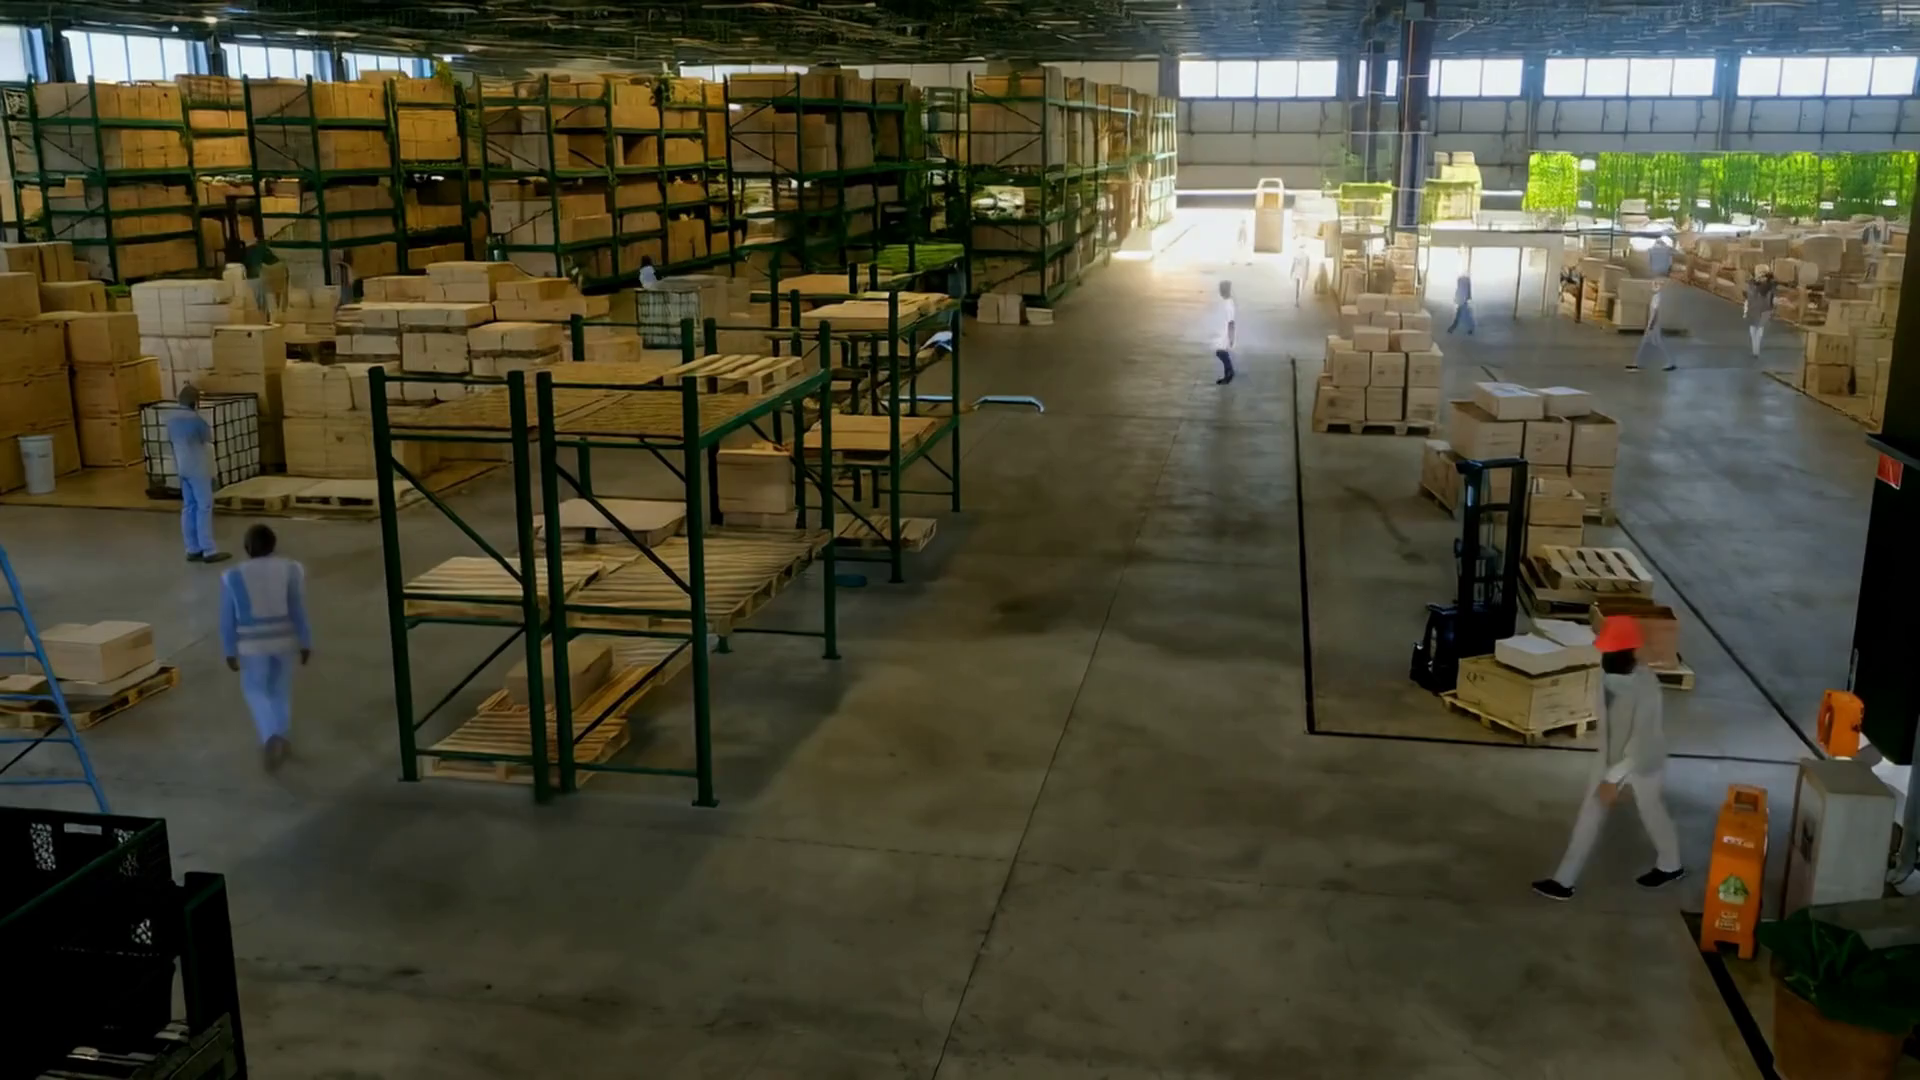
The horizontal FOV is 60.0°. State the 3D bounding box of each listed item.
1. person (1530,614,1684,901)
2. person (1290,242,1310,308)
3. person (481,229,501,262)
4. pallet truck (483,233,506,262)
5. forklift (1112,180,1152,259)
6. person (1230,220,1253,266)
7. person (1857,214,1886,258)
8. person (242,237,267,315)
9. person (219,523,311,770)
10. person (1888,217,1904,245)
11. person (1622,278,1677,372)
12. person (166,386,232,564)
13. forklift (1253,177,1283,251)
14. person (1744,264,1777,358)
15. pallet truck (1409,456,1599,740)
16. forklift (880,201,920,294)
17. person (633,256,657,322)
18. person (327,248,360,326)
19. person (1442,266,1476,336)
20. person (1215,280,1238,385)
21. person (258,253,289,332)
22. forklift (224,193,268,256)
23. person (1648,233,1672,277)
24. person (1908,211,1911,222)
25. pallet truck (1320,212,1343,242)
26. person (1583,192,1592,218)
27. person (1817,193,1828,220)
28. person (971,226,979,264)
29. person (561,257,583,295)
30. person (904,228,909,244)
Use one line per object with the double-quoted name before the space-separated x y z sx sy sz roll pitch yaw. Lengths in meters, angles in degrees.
"person" 4.035 1.317 10.026 1.120 1.840 0.575 -5 15 -21
"person" 9.040 -7.050 44.256 0.510 1.698 0.950 4 14 16
"person" -14.200 -8.640 50.419 0.627 1.846 0.429 -11 18 -38
"pallet truck" -11.832 -7.026 43.548 1.885 1.965 0.823 8 16 28
"forklift" 6.082 -11.722 60.796 1.873 2.768 1.129 2 14 9
"person" 9.764 -10.315 57.720 0.815 1.602 0.496 6 15 22
"person" 29.267 -9.462 53.403 0.639 2.010 0.727 -9 17 -34
"person" -17.982 -6.718 42.330 0.458 1.974 0.629 0 14 1
"person" -5.068 0.785 12.215 0.624 1.819 0.753 -9 16 -31
"person" 29.842 -9.341 53.091 0.374 1.928 0.542 10 17 36
"person" 13.533 -4.175 32.352 0.995 1.825 0.536 5 15 19
"person" -8.275 -0.708 18.018 0.631 1.940 0.372 8 16 29
"forklift" 12.083 -12.747 64.956 1.129 2.768 1.873 3 14 10
"person" 16.593 -4.756 34.490 0.560 1.921 0.554 8 16 29
"pallet truck" 4.504 0.400 13.395 0.823 1.965 1.885 -6 15 -23
"forklift" -1.570 -7.315 42.904 1.129 2.768 1.873 3 14 10
"person" -7.576 -6.048 40.280 0.886 1.641 0.551 12 18 40
"person" -14.668 -6.013 39.675 0.896 1.890 0.604 -1 14 -5
"person" 11.452 -5.441 37.932 0.887 1.590 0.533 -2 14 -10
"person" 4.875 -3.809 30.596 0.419 1.949 0.616 0 14 0
"person" -15.433 -5.495 37.474 0.630 1.931 0.366 -10 17 -36
"forklift" -20.766 -8.676 48.430 1.129 2.768 1.873 3 14 10
"person" 19.632 -7.711 46.716 0.587 1.811 0.426 3 14 11
"person" 39.124 -12.988 68.254 0.367 1.750 0.542 4 14 14
"pallet truck" 15.874 -13.227 70.310 0.680 1.201 1.601 10 17 35
"person" 30.993 -16.390 81.945 0.591 1.812 0.605 4 14 15
"person" 41.341 -15.908 79.682 0.854 1.966 0.618 8 16 31
"person" 0.489 -10.468 57.476 0.422 2.028 0.627 -6 15 -23
"person" -9.394 -6.033 40.268 0.528 1.630 0.322 1 14 2
"person" -1.530 -8.682 50.892 0.529 1.694 0.321 13 19 42
